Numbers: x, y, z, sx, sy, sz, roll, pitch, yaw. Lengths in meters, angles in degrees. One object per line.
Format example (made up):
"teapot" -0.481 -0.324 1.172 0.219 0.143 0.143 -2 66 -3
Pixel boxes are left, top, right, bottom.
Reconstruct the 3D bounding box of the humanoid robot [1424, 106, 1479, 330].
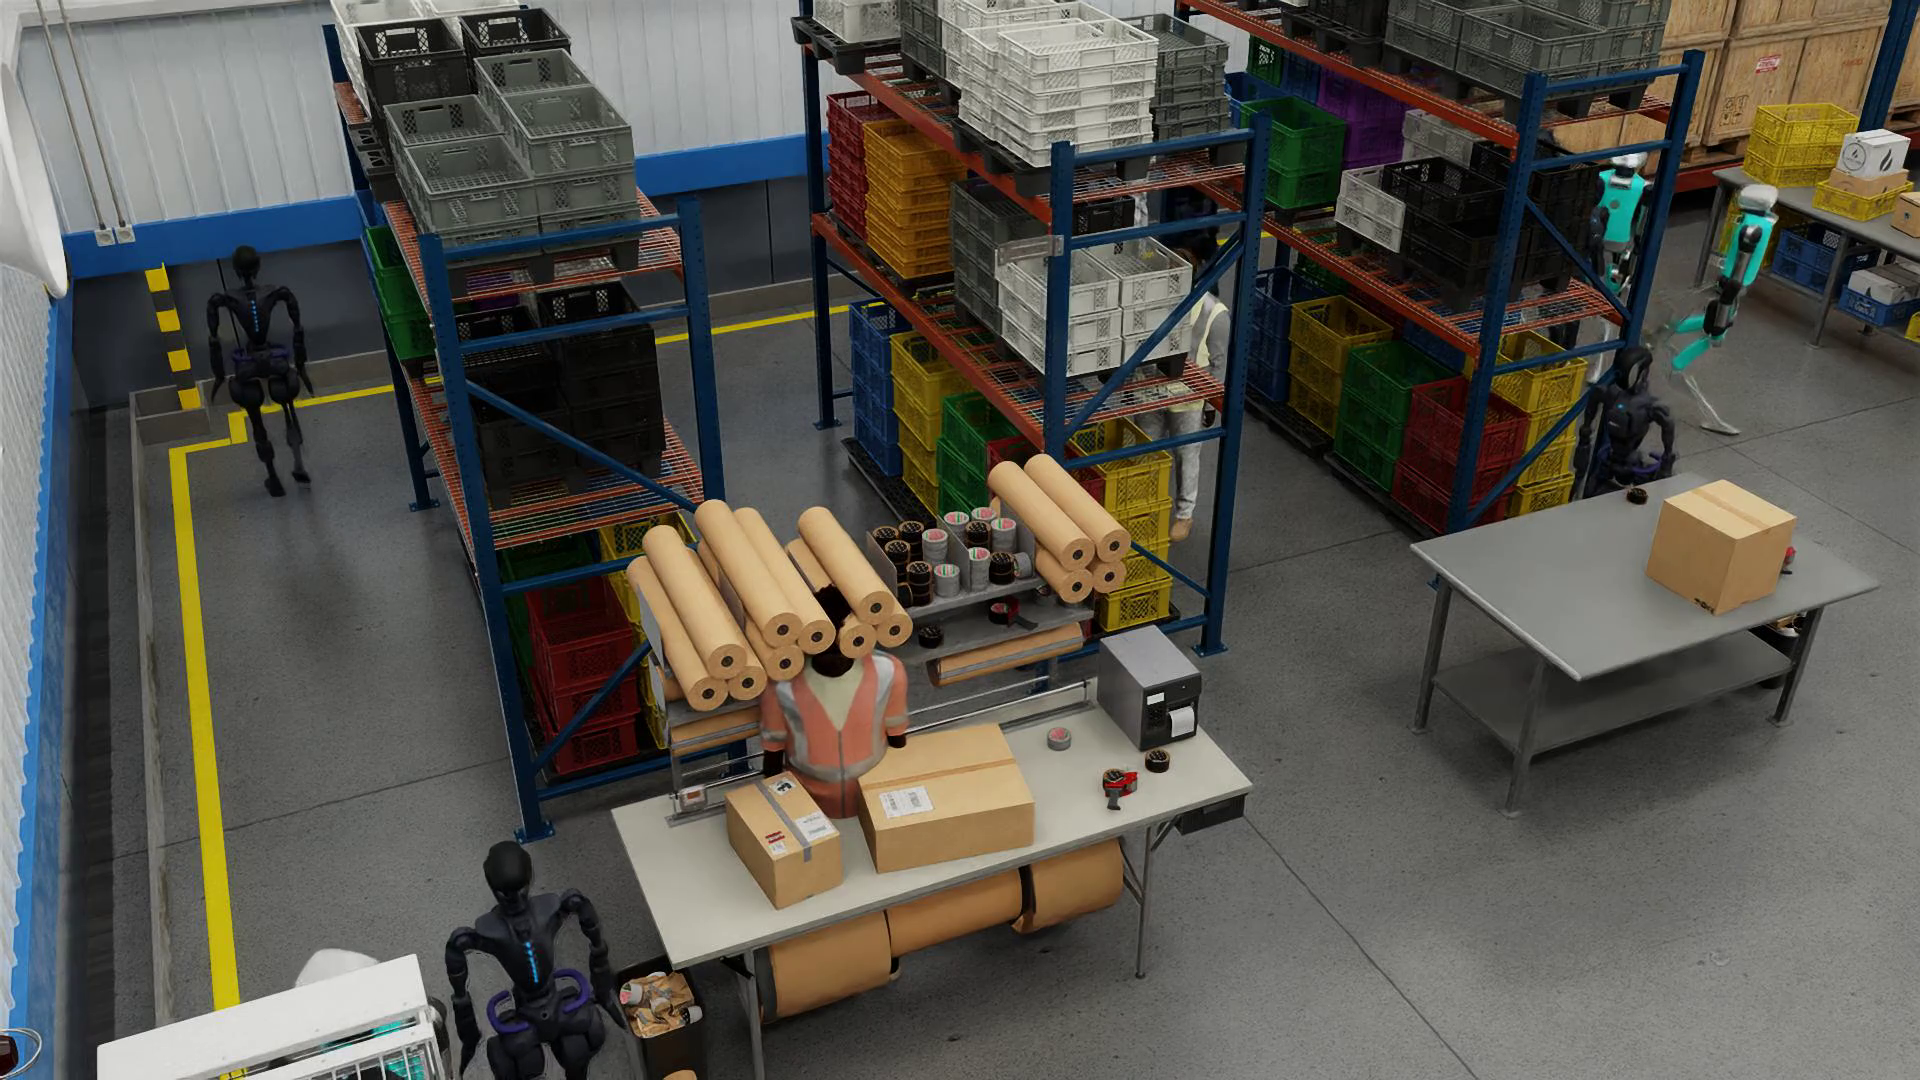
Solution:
"humanoid robot" 3.768 -2.192 12.158 0.546 1.790 0.932 -16 35 -25

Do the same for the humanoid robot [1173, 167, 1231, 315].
"humanoid robot" 1.798 -2.360 12.473 0.652 1.641 0.583 -13 34 -20

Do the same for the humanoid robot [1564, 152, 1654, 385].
"humanoid robot" 4.549 -1.972 11.702 0.546 1.729 0.698 16 35 24

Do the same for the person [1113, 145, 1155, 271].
"person" 1.372 -2.985 13.280 0.352 1.881 0.579 11 33 17

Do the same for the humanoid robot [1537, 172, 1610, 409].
"humanoid robot" 4.204 -1.723 11.423 0.600 1.653 0.328 -20 37 -30

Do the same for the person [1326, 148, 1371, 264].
"person" 3.130 -2.852 13.129 0.428 1.805 0.641 4 32 6

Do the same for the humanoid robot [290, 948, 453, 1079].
"humanoid robot" -1.819 2.104 5.147 0.543 1.800 0.673 3 32 6

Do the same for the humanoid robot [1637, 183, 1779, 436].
"humanoid robot" 4.893 -1.566 11.144 0.977 1.771 0.540 18 36 27

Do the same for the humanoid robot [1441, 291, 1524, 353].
"humanoid robot" 3.597 -1.656 11.317 0.538 1.835 0.806 -14 34 -21

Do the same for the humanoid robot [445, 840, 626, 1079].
"humanoid robot" -1.484 1.693 5.867 0.588 1.649 0.359 -16 35 -24

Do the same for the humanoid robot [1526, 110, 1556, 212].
"humanoid robot" 4.499 -2.625 12.950 0.807 1.618 0.609 14 34 21

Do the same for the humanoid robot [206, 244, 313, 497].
"humanoid robot" -4.334 -1.019 10.289 0.622 1.643 0.393 -14 34 -22

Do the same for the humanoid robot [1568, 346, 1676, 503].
"humanoid robot" 3.673 -0.309 9.132 0.439 1.641 0.619 -22 38 -31

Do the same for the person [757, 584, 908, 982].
"person" -0.495 1.012 6.717 0.603 1.957 0.369 -6 32 -10

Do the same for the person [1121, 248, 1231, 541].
"person" 1.243 -0.858 9.864 0.633 1.841 0.429 17 36 26

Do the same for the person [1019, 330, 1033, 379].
"person" 0.274 -2.150 11.794 0.628 2.016 0.758 -22 38 -31
